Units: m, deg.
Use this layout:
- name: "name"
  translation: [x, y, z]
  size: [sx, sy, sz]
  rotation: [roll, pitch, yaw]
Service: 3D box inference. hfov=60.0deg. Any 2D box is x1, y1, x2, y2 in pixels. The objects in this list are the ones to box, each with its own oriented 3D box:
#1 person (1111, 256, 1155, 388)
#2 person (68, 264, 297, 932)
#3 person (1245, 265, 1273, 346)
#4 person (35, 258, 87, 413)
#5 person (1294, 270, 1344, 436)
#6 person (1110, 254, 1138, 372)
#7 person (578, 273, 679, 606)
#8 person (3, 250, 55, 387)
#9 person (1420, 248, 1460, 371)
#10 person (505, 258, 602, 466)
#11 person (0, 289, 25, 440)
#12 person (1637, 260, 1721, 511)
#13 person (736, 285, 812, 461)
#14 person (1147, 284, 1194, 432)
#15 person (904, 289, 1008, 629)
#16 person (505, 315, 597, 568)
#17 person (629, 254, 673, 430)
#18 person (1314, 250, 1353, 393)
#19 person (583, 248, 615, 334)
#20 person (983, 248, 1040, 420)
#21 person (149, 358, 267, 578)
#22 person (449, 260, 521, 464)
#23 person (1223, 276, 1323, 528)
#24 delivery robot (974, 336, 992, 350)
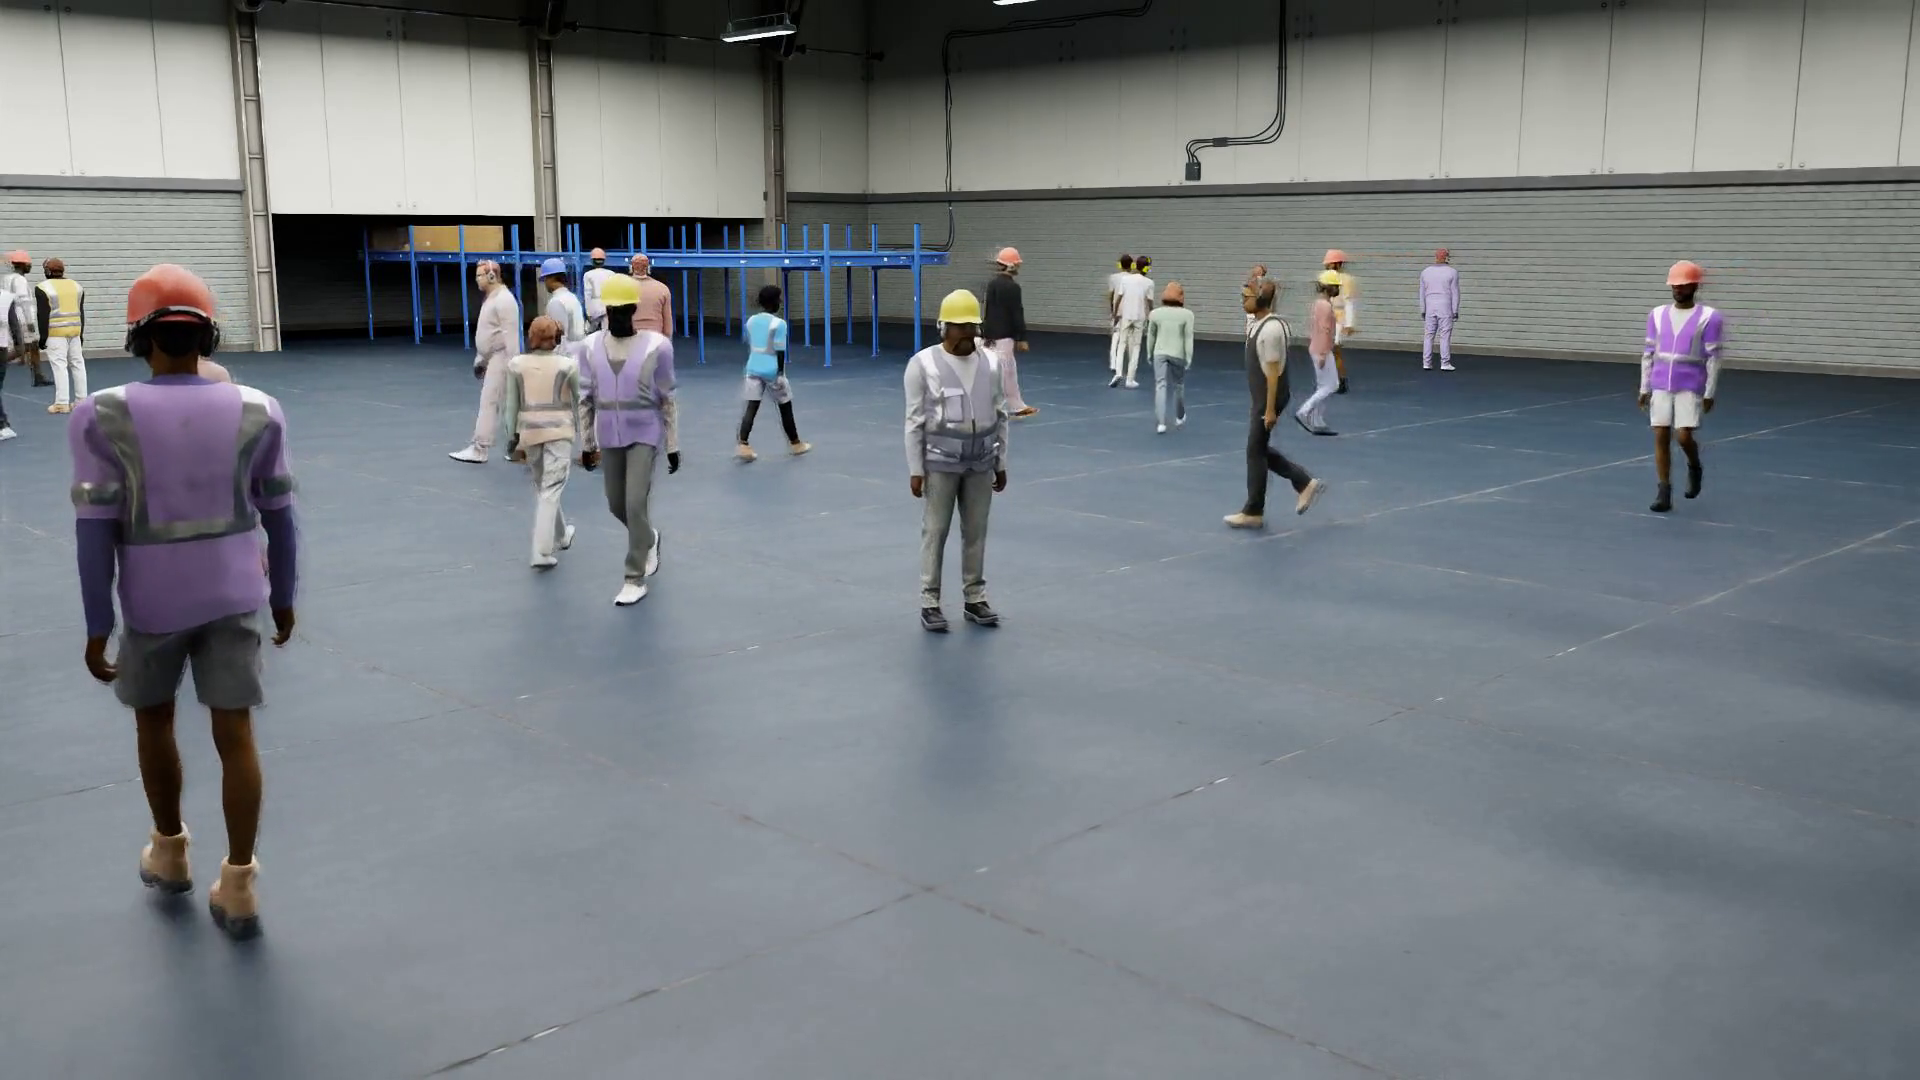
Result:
- name: "person"
  translation: [2.411, -3.043, 23.201]
  size: [0.579, 1.827, 0.626]
  rotation: [3, 11, 17]
- name: "person"
  translation: [-2.417, 0.163, 5.194]
  size: [0.643, 2.015, 0.827]
  rotation: [-7, 13, -34]
- name: "person"
  translation: [4.674, -3.476, 26.063]
  size: [0.307, 1.645, 0.517]
  rotation: [-9, 14, -41]
- name: "person"
  translation: [-10.816, -2.462, 19.995]
  size: [0.430, 1.845, 0.624]
  rotation: [4, 11, 22]
- name: "person"
  translation: [3.831, -1.978, 17.605]
  size: [0.419, 1.751, 0.527]
  rotation: [1, 10, 3]
- name: "person"
  translation: [2.564, -3.558, 26.060]
  size: [0.516, 1.824, 1.012]
  rotation: [4, 11, 20]
- name: "person"
  translation: [-1.936, -0.624, 9.842]
  size: [0.592, 1.902, 0.828]
  rotation: [2, 11, 12]
- name: "person"
  translation: [-13.171, -3.090, 23.238]
  size: [0.784, 1.914, 0.552]
  rotation: [-6, 12, -31]
- name: "person"
  translation: [7.543, -3.616, 26.113]
  size: [0.647, 1.908, 0.409]
  rotation: [8, 13, 39]
- name: "person"
  translation: [-3.711, -1.615, 15.249]
  size: [0.901, 1.886, 0.614]
  rotation: [1, 10, 8]
- name: "person"
  translation: [-10.265, -2.015, 17.569]
  size: [1.019, 1.849, 0.603]
  rotation: [8, 13, 37]
- name: "person"
  translation: [5.575, -1.198, 12.886]
  size: [0.551, 1.922, 0.515]
  rotation: [10, 14, 42]
- name: "person"
  translation: [-1.807, -1.589, 15.758]
  size: [0.536, 1.648, 0.866]
  rotation: [7, 13, 34]
- name: "person"
  translation: [2.288, -1.982, 18.071]
  size: [0.520, 1.583, 0.886]
  rotation: [2, 11, 13]
- name: "person"
  translation: [-0.011, -0.429, 8.960]
  size: [0.592, 1.825, 0.403]
  rotation: [-5, 11, -23]
- name: "person"
  translation: [-2.629, -0.652, 10.785]
  size: [0.545, 1.587, 0.860]
  rotation: [2, 11, 10]
- name: "person"
  translation: [-3.442, -2.135, 18.034]
  size: [0.651, 1.907, 0.409]
  rotation: [-4, 11, -20]
- name: "person"
  translation: [4.955, -2.924, 22.314]
  size: [0.705, 1.909, 0.586]
  rotation: [-3, 11, -17]
- name: "person"
  translation: [-5.572, -3.537, 25.676]
  size: [0.548, 1.900, 0.862]
  rotation: [-5, 12, -27]
- name: "person"
  translation: [0.604, -2.297, 18.759]
  size: [0.946, 1.956, 0.653]
  rotation: [-5, 12, -26]
- name: "person"
  translation: [-4.286, -0.465, 9.405]
  size: [0.530, 1.731, 0.852]
  rotation: [2, 11, 11]
- name: "person"
  translation: [-4.388, -1.645, 15.454]
  size: [0.913, 1.866, 0.671]
  rotation: [-4, 11, -23]
- name: "person"
  translation: [2.293, -1.001, 12.071]
  size: [0.652, 1.826, 0.517]
  rotation: [0, 10, 1]
- name: "delivery robot"
  translation: [0.231, -3.127, 26.995]
  size: [0.477, 0.478, 0.707]
  rotation: [6, 12, 30]
